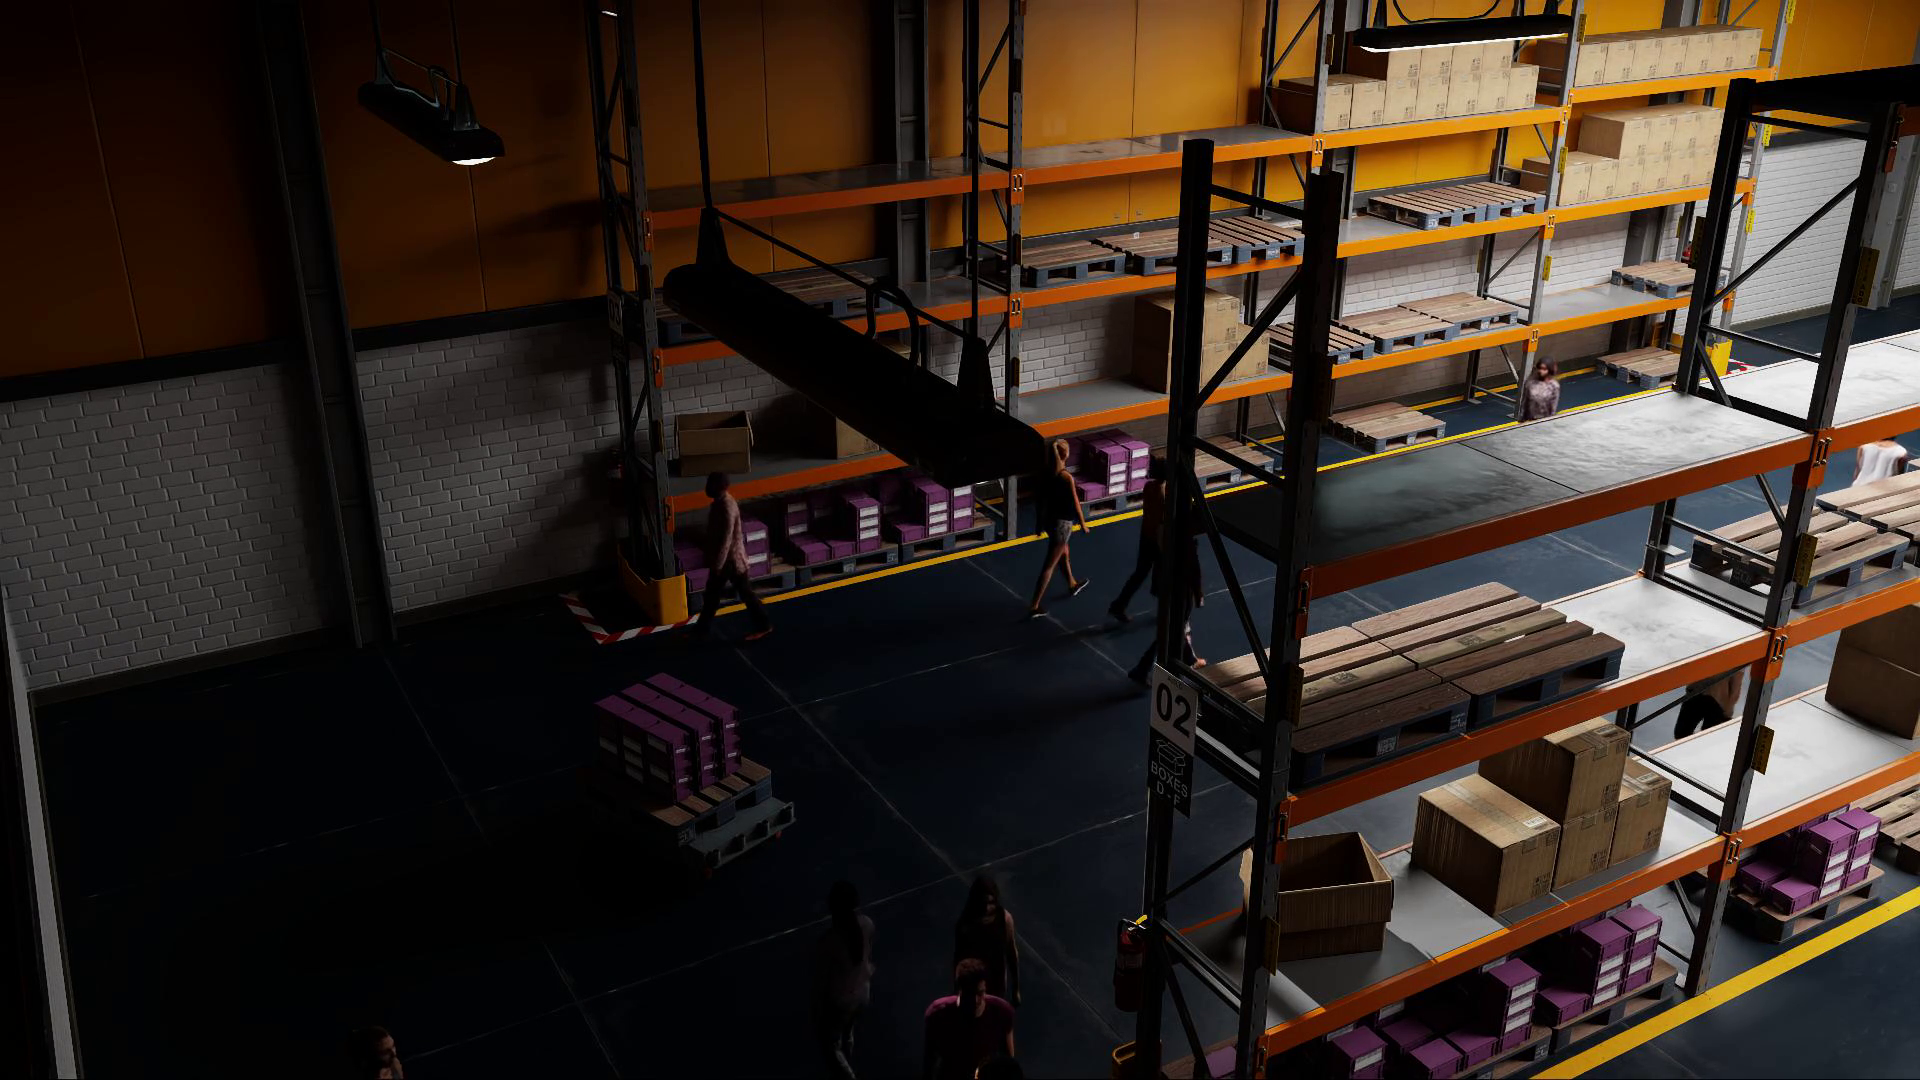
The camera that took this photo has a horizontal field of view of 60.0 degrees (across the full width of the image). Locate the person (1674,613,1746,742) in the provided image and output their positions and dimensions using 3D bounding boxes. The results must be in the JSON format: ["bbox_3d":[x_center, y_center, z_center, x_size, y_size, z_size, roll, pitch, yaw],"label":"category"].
[{"bbox_3d":[6.103,1.314,13.445,0.677,1.674,0.617,-13,27,-28],"label":"person"}]

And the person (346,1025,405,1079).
[{"bbox_3d":[-3.177,3.288,8.916,0.795,1.684,0.735,8,25,18],"label":"person"}]

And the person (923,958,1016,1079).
[{"bbox_3d":[0.046,3.037,9.349,1.217,1.798,0.988,-4,24,-8],"label":"person"}]

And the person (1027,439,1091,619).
[{"bbox_3d":[0.911,-0.095,16.524,1.246,1.788,0.782,-20,30,-37],"label":"person"}]

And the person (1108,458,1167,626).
[{"bbox_3d":[1.855,0.039,16.292,1.147,1.730,0.690,-15,28,-30],"label":"person"}]

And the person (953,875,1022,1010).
[{"bbox_3d":[0.135,2.711,10.402,0.645,1.551,0.679,-7,25,-16],"label":"person"}]

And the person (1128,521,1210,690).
[{"bbox_3d":[1.902,0.488,15.106,1.197,1.857,0.695,-13,27,-26],"label":"person"}]

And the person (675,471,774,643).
[{"bbox_3d":[-2.124,0.194,15.899,1.193,1.761,0.773,-10,25,-21],"label":"person"}]

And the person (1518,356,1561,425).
[{"bbox_3d":[6.781,-1.345,19.497,0.770,1.698,0.878,16,28,32],"label":"person"}]

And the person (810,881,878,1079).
[{"bbox_3d":[-0.654,2.821,10.021,0.825,1.654,0.882,20,31,38],"label":"person"}]
